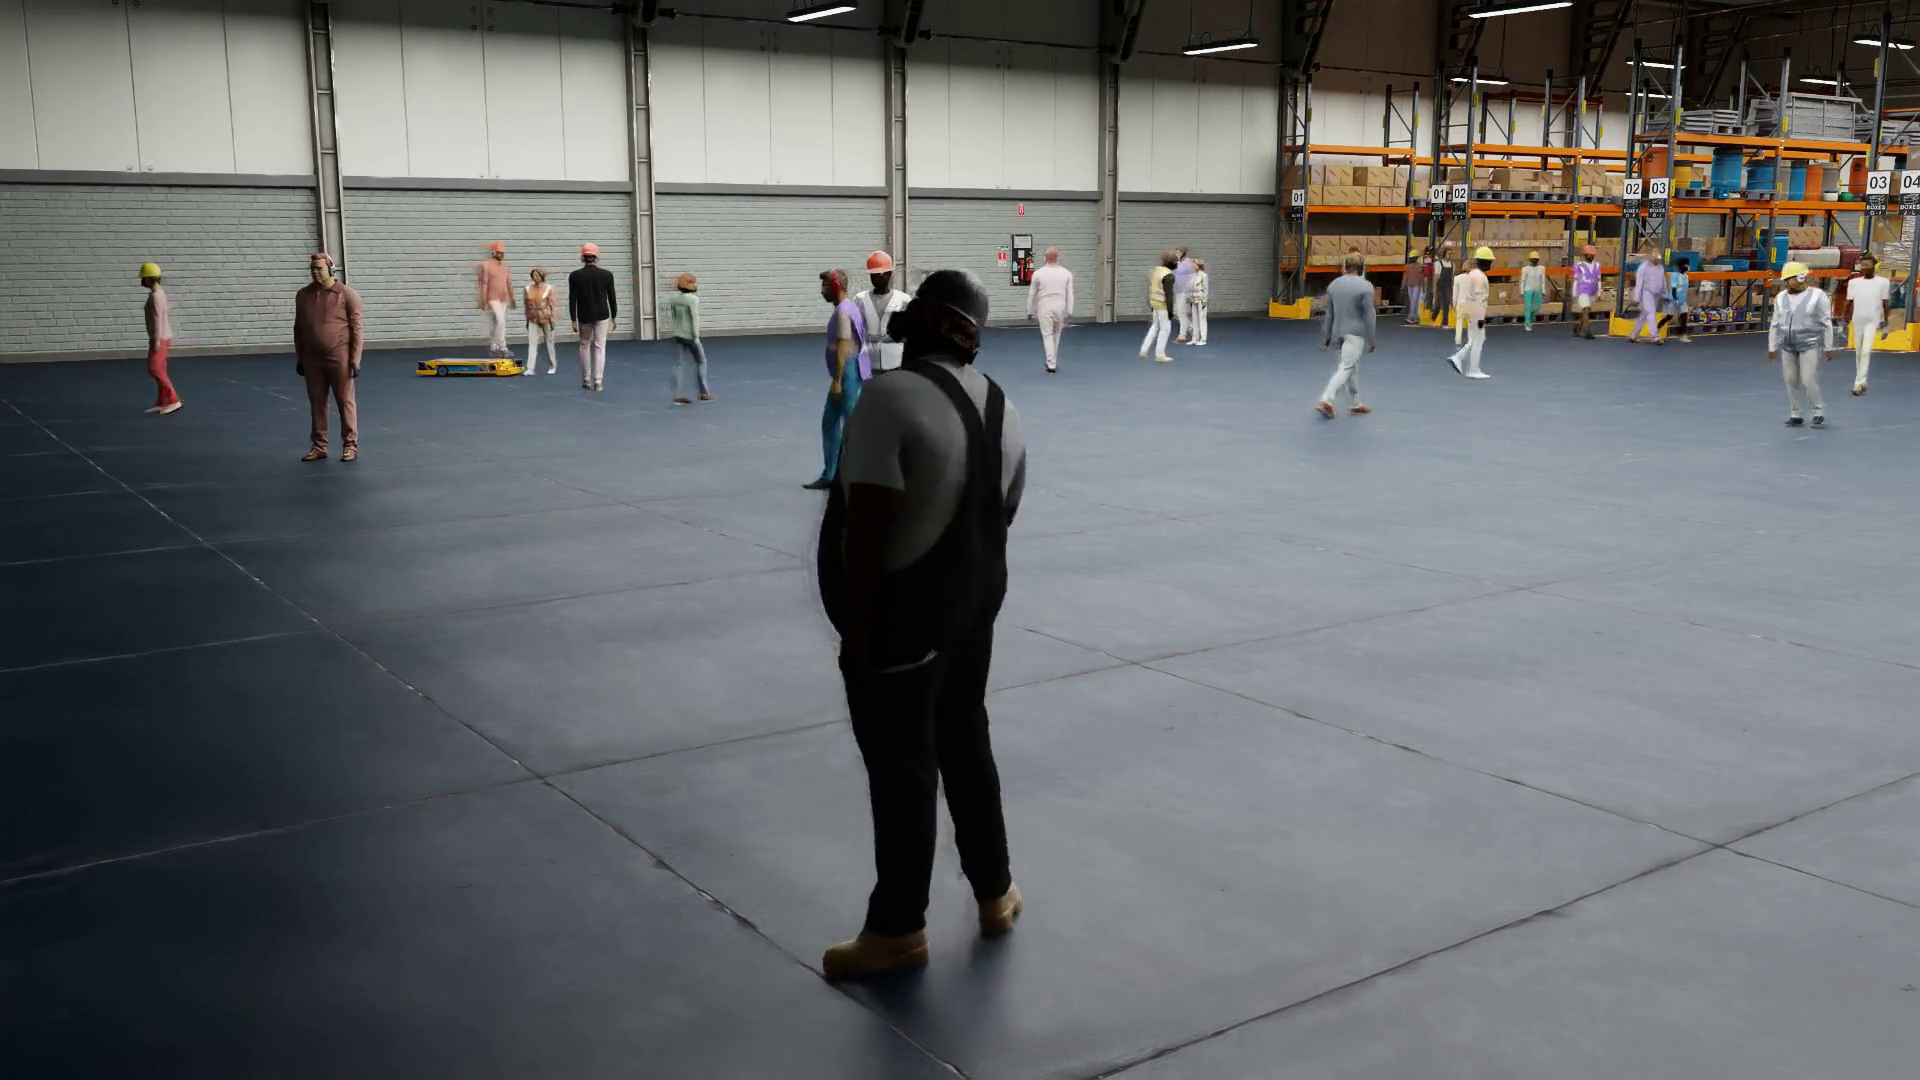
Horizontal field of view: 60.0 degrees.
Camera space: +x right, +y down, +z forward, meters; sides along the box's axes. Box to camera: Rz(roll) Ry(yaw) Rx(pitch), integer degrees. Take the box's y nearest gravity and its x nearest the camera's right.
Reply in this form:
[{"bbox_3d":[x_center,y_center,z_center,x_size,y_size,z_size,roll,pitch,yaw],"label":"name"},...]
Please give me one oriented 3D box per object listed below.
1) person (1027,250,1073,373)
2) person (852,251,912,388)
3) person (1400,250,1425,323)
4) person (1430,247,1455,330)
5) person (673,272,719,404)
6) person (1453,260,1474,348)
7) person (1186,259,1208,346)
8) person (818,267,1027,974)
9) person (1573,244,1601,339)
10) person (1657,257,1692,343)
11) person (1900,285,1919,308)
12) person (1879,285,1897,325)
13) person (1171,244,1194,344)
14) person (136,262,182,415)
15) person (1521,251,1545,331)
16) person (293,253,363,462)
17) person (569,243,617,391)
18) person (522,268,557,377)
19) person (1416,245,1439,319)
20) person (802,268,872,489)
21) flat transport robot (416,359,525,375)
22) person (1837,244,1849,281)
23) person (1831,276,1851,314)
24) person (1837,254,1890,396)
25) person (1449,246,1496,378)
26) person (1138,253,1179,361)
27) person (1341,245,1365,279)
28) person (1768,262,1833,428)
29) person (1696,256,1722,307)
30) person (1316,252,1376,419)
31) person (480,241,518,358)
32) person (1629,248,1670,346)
[{"bbox_3d":[1.365,-3.508,25.492,0.671,1.850,0.983,-2,11,-12],"label":"person"},{"bbox_3d":[-0.674,-1.507,14.303,0.551,1.934,0.373,1,10,3],"label":"person"},{"bbox_3d":[10.699,-5.989,39.449,0.864,1.726,0.546,-9,13,-40],"label":"person"},{"bbox_3d":[10.701,-5.563,36.834,0.538,1.833,0.484,-3,11,-16],"label":"person"},{"bbox_3d":[-3.279,-2.490,20.555,0.523,1.608,0.669,10,14,43],"label":"person"},{"bbox_3d":[9.369,-4.361,30.780,0.500,1.634,0.286,6,12,29],"label":"person"},{"bbox_3d":[4.535,-4.510,31.580,0.315,1.640,0.515,-4,11,-23],"label":"person"},{"bbox_3d":[-0.145,0.182,4.760,0.534,2.000,0.767,7,12,33],"label":"person"},{"bbox_3d":[12.722,-5.047,33.808,0.552,1.908,0.890,-2,10,-8],"label":"person"},{"bbox_3d":[13.927,-4.678,32.411,0.527,1.668,0.787,-6,12,-30],"label":"person"},{"bbox_3d":[19.348,-4.999,33.584,0.641,1.901,0.979,6,12,28],"label":"person"},{"bbox_3d":[19.534,-5.162,35.219,0.682,1.613,0.506,-4,11,-21],"label":"person"},{"bbox_3d":[4.343,-4.740,32.109,0.517,1.917,0.633,-4,11,-21],"label":"person"},{"bbox_3d":[-9.353,-2.338,19.341,0.350,1.766,0.540,-4,11,-21],"label":"person"},{"bbox_3d":[12.598,-5.480,36.589,0.545,1.752,0.423,0,10,-2],"label":"person"},{"bbox_3d":[-5.807,-1.667,15.259,0.636,1.911,0.406,1,10,6],"label":"person"},{"bbox_3d":[-4.961,-3.022,22.546,0.623,1.959,0.893,-2,10,-9],"label":"person"},{"bbox_3d":[-6.248,-3.243,24.753,0.526,1.595,0.777,2,10,9],"label":"person"},{"bbox_3d":[11.672,-6.417,41.485,0.619,1.845,0.430,6,12,32],"label":"person"},{"bbox_3d":[-0.856,-1.307,13.568,0.811,1.806,0.599,-2,10,-9],"label":"person"},{"bbox_3d":[-7.289,-2.585,24.784,1.431,0.197,0.652,1,10,4],"label":"flat transport robot"},{"bbox_3d":[24.856,-7.361,46.626,0.589,1.851,0.724,9,14,42],"label":"person"},{"bbox_3d":[22.666,-6.592,42.570,0.843,1.796,0.658,-1,10,-3],"label":"person"},{"bbox_3d":[11.717,-2.785,21.611,0.930,1.825,0.547,-10,14,-43],"label":"person"},{"bbox_3d":[7.508,-3.309,24.230,0.497,1.914,0.604,1,10,5],"label":"person"},{"bbox_3d":[3.280,-3.834,27.461,0.633,1.802,0.685,-2,11,-11],"label":"person"},{"bbox_3d":[9.582,-6.242,40.475,0.579,1.860,0.863,10,14,44],"label":"person"},{"bbox_3d":[9.033,-2.096,17.934,0.482,1.790,0.617,-7,12,-34],"label":"person"},{"bbox_3d":[17.433,-5.778,38.603,0.793,1.601,0.548,-7,12,-33],"label":"person"},{"bbox_3d":[4.397,-2.327,18.939,0.994,1.902,0.642,-7,12,-34],"label":"person"},{"bbox_3d":[-7.789,-4.088,28.335,0.804,1.966,0.634,5,12,27],"label":"person"},{"bbox_3d":[13.223,-4.661,31.876,0.628,1.853,0.992,-7,12,-33],"label":"person"}]
